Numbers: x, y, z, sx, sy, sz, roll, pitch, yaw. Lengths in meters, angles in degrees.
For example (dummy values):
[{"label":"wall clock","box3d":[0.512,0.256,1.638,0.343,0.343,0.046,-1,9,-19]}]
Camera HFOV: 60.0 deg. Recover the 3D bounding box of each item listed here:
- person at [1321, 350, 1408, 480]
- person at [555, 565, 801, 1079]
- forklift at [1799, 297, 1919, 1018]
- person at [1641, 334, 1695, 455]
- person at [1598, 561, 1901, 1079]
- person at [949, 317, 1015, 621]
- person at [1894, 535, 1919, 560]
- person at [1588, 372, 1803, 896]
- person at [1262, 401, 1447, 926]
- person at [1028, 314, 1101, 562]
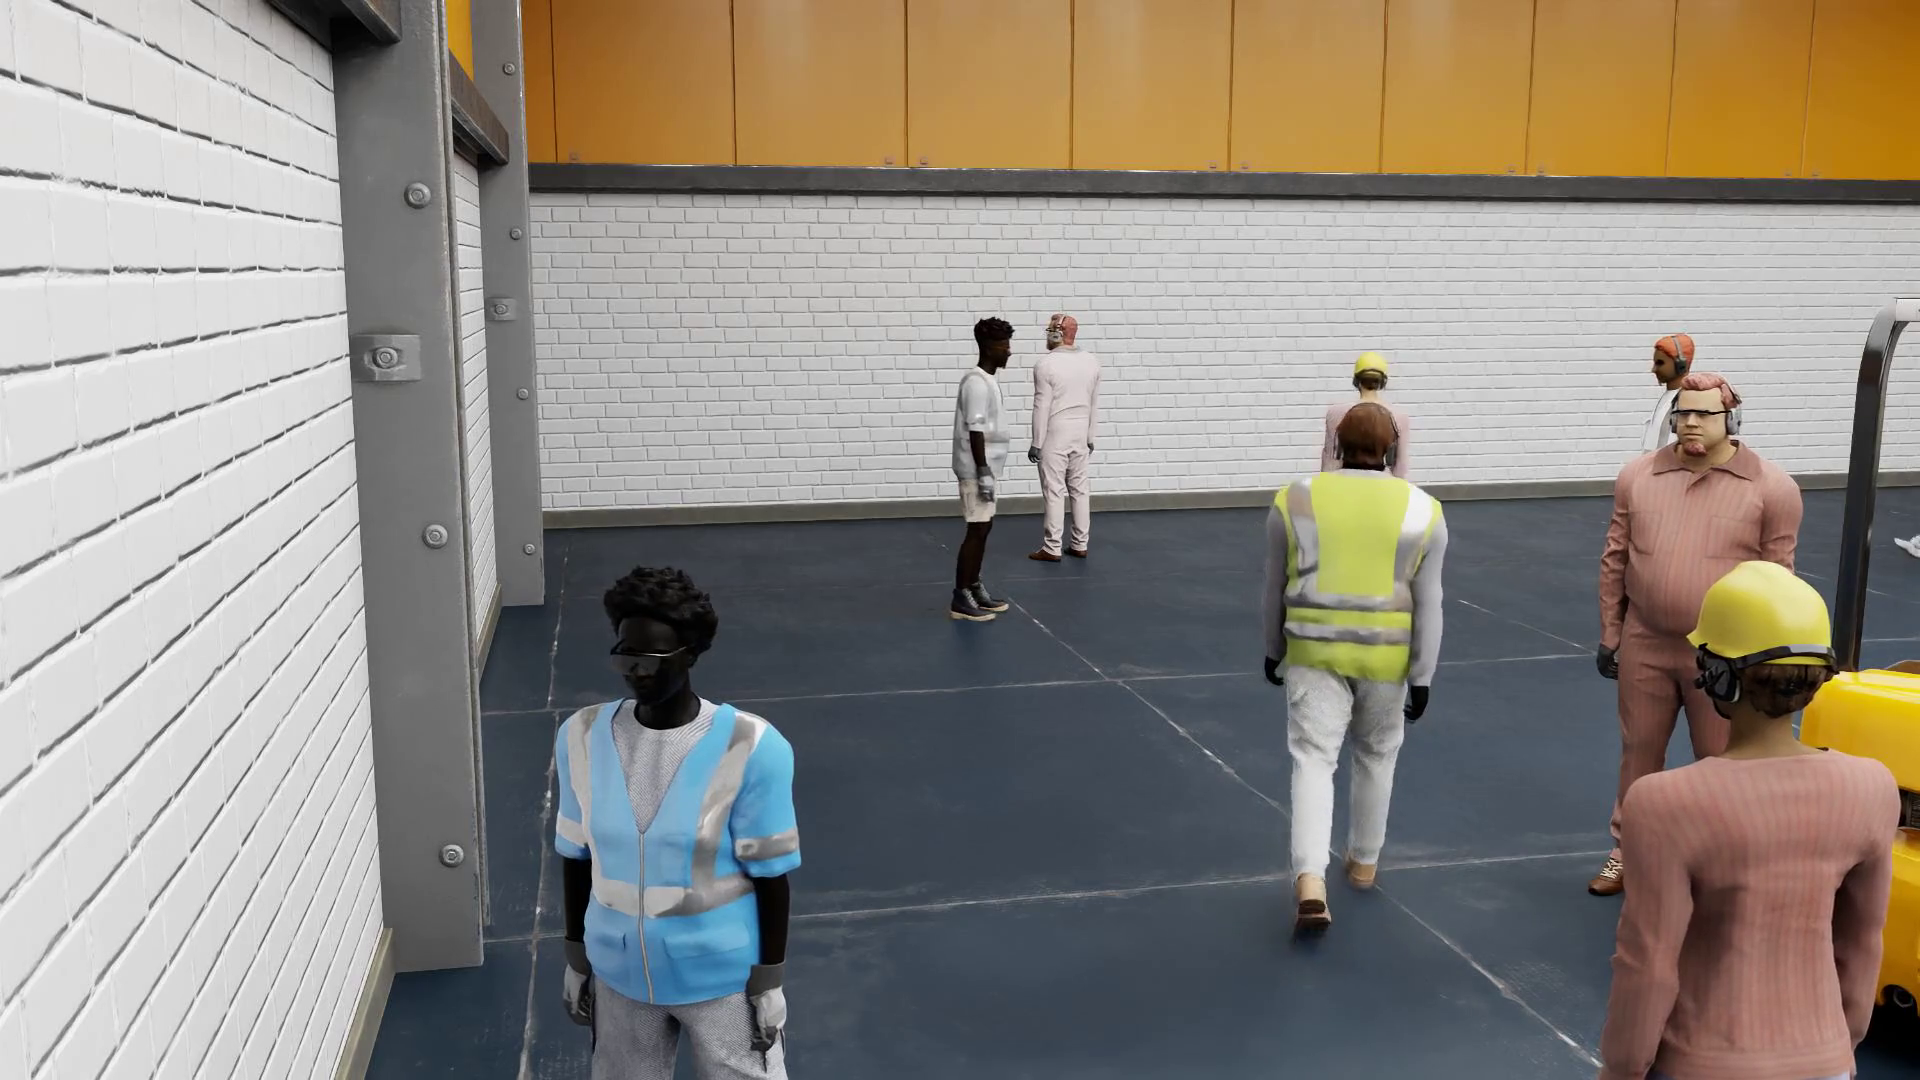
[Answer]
[{"label":"person","box3d":[2.509,-0.295,10.323,0.547,1.752,0.483,-1,9,-4]},{"label":"person","box3d":[-0.579,0.878,3.400,0.536,1.690,0.321,3,10,15]},{"label":"forklift","box3d":[3.542,0.334,5.177,2.313,2.155,1.214,-9,13,-43]},{"label":"person","box3d":[4.132,-0.257,9.714,0.356,1.886,0.574,1,9,7]},{"label":"person","box3d":[1.363,0.914,2.939,0.523,1.769,0.313,-2,10,-12]},{"label":"person","box3d":[0.149,-0.464,10.774,0.411,1.952,0.615,2,10,13]},{"label":"person","box3d":[7.474,-0.579,12.533,0.540,1.589,0.840,-5,11,-28]},{"label":"person","box3d":[2.564,0.364,5.869,0.642,1.909,0.409,7,12,37]},{"label":"person","box3d":[1.361,0.423,5.818,0.618,1.815,0.888,2,10,11]},{"label":"person","box3d":[0.781,-0.786,12.864,0.651,1.910,0.409,-7,12,-38]}]
